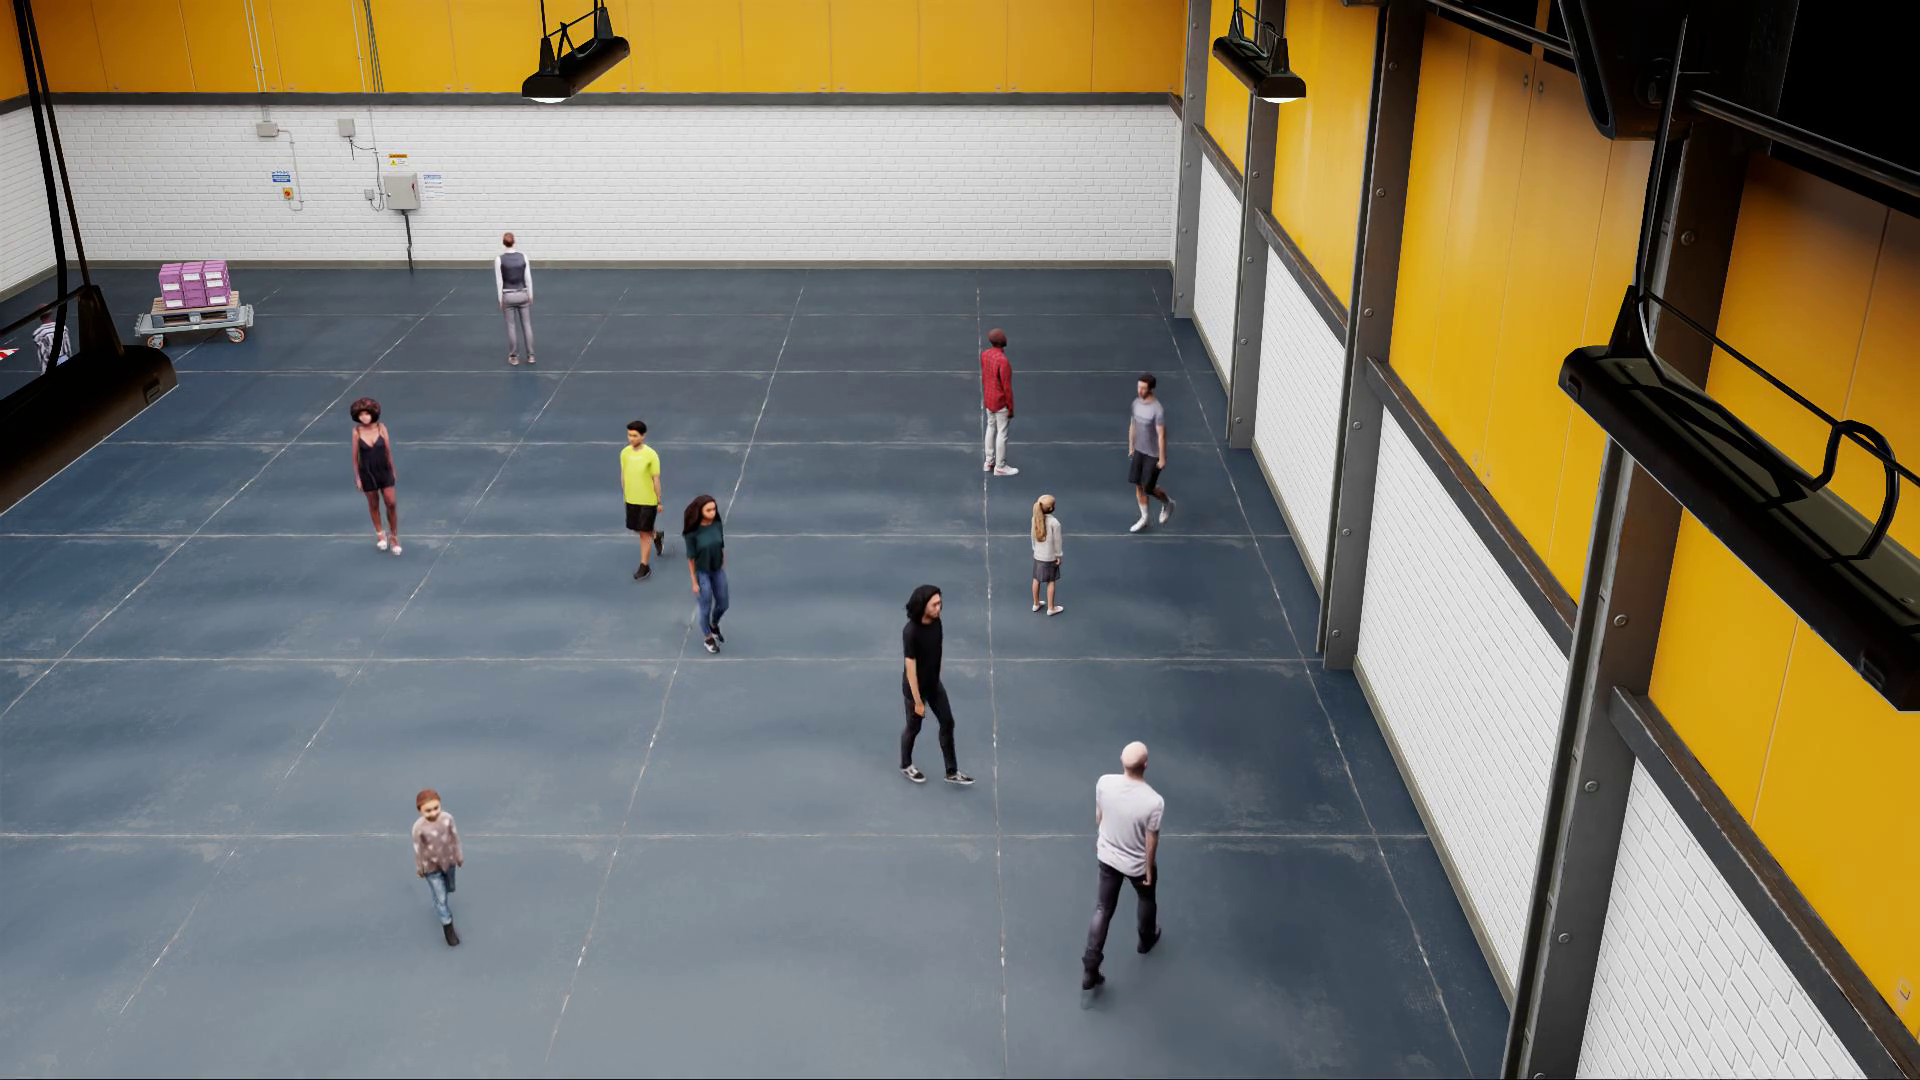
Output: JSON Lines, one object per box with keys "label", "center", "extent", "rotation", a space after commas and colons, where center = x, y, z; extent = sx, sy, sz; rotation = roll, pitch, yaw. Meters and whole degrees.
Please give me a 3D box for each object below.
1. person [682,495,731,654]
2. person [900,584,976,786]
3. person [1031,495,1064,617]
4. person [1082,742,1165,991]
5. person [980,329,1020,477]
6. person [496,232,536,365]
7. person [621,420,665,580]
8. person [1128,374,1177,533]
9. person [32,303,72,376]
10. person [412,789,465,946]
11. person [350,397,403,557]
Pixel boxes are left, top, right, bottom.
{"label": "person", "center": [-2.464, 0.302, 15.915], "extent": [0.709, 1.603, 0.757], "rotation": [-17, 29, -33]}
{"label": "person", "center": [-0.368, 1.168, 13.669], "extent": [1.029, 1.815, 0.999], "rotation": [18, 29, 35]}
{"label": "person", "center": [0.865, 0.134, 16.708], "extent": [0.604, 1.276, 0.653], "rotation": [17, 29, 33]}
{"label": "person", "center": [1.070, 2.224, 11.271], "extent": [1.080, 1.799, 1.311], "rotation": [13, 27, 27]}
{"label": "person", "center": [0.455, -1.691, 20.204], "extent": [0.815, 1.819, 0.709], "rotation": [-14, 27, -29]}
{"label": "person", "center": [-6.492, -3.538, 24.287], "extent": [0.725, 1.932, 0.691], "rotation": [-9, 25, -21]}
{"label": "person", "center": [-3.328, -0.473, 17.579], "extent": [0.862, 1.689, 1.070], "rotation": [10, 25, 21]}
{"label": "person", "center": [2.185, -0.997, 18.583], "extent": [0.948, 1.845, 0.913], "rotation": [-15, 28, -31]}
{"label": "person", "center": [-11.538, -2.153, 21.291], "extent": [0.767, 1.794, 0.638], "rotation": [11, 26, 23]}
{"label": "person", "center": [-3.741, 2.285, 11.901], "extent": [0.732, 1.184, 0.850], "rotation": [-15, 28, -31]}
{"label": "person", "center": [-6.348, -0.718, 18.041], "extent": [0.736, 1.769, 0.848], "rotation": [-10, 25, -21]}
